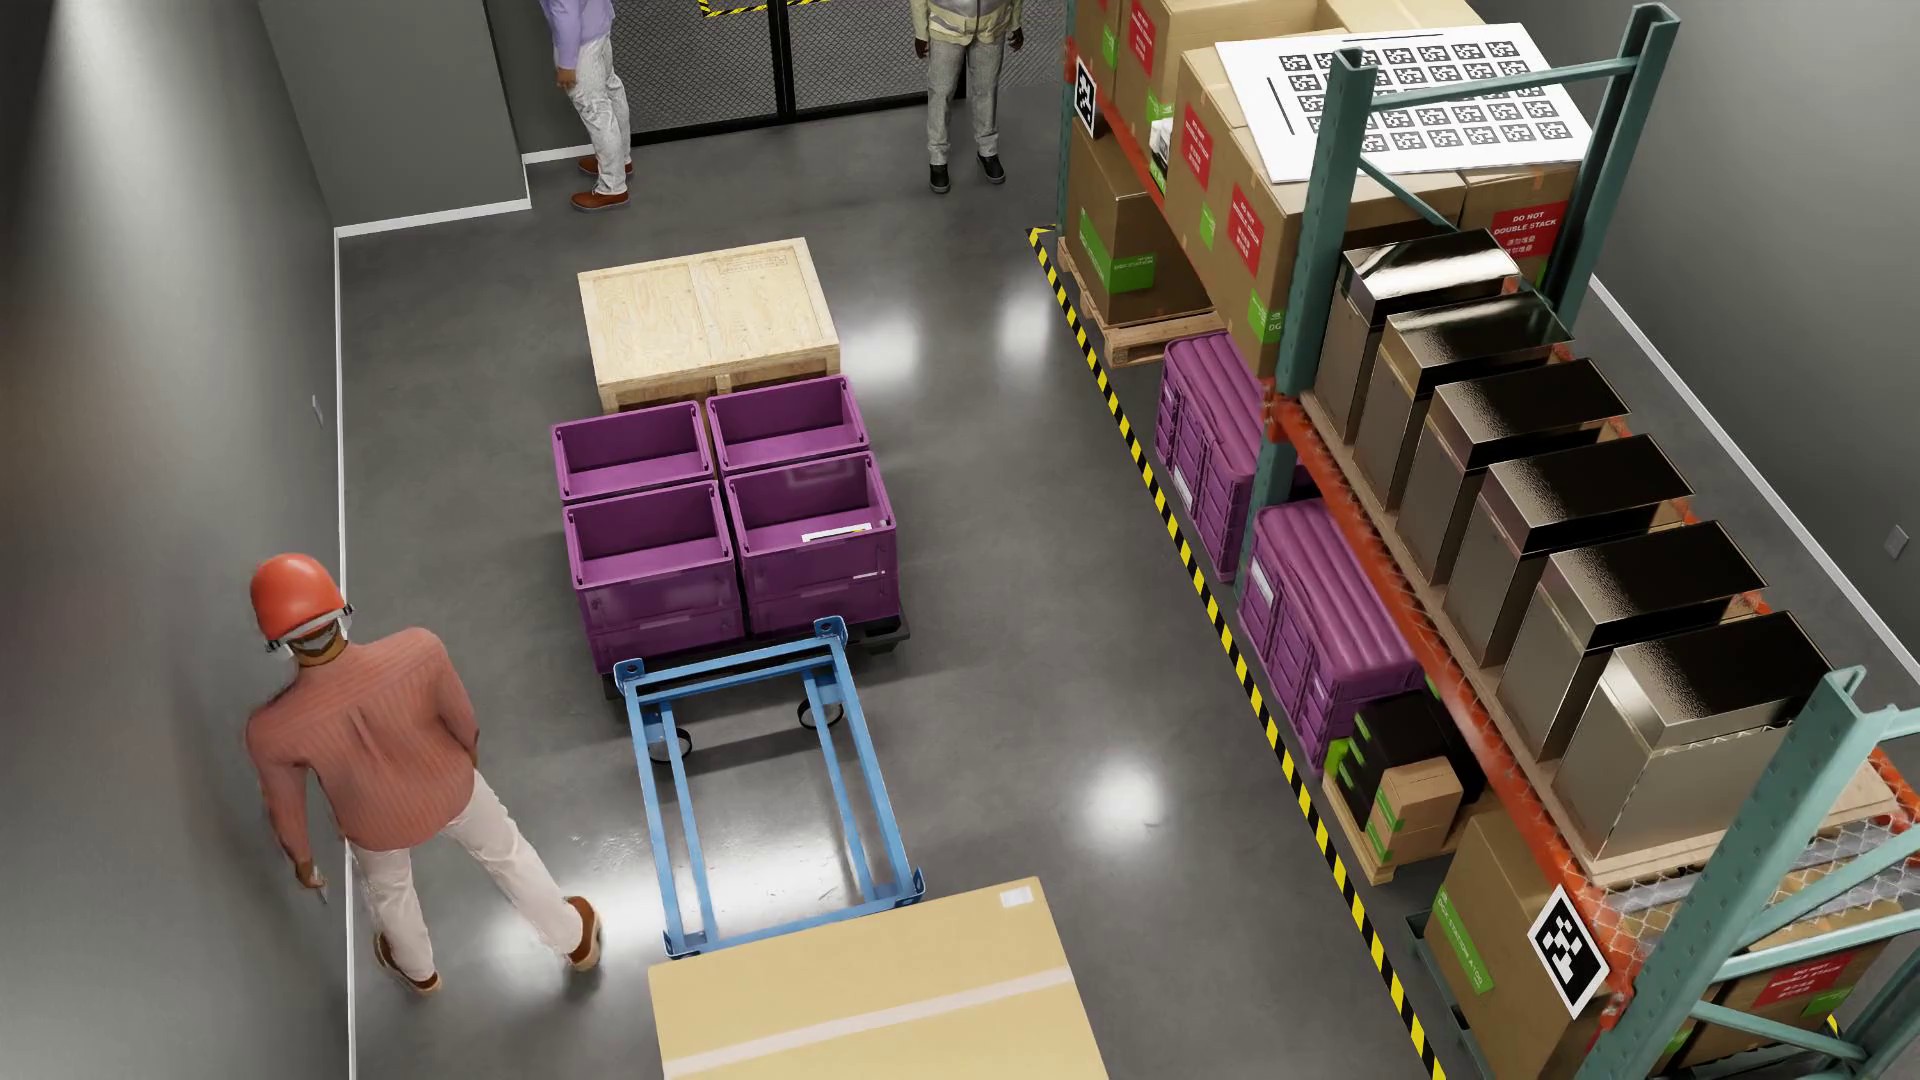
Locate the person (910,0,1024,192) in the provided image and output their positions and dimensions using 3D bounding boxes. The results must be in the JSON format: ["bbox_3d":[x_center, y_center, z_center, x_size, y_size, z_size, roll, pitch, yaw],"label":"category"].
[{"bbox_3d":[0.045,-2.601,8.344,0.588,1.837,0.403,-11,48,-10],"label":"person"}]

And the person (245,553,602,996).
[{"bbox_3d":[-1.668,0.799,5.139,0.838,1.964,0.601,-24,52,-21],"label":"person"}]

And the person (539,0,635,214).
[{"bbox_3d":[-1.887,-2.503,8.190,0.376,1.934,0.627,2,47,2],"label":"person"}]
